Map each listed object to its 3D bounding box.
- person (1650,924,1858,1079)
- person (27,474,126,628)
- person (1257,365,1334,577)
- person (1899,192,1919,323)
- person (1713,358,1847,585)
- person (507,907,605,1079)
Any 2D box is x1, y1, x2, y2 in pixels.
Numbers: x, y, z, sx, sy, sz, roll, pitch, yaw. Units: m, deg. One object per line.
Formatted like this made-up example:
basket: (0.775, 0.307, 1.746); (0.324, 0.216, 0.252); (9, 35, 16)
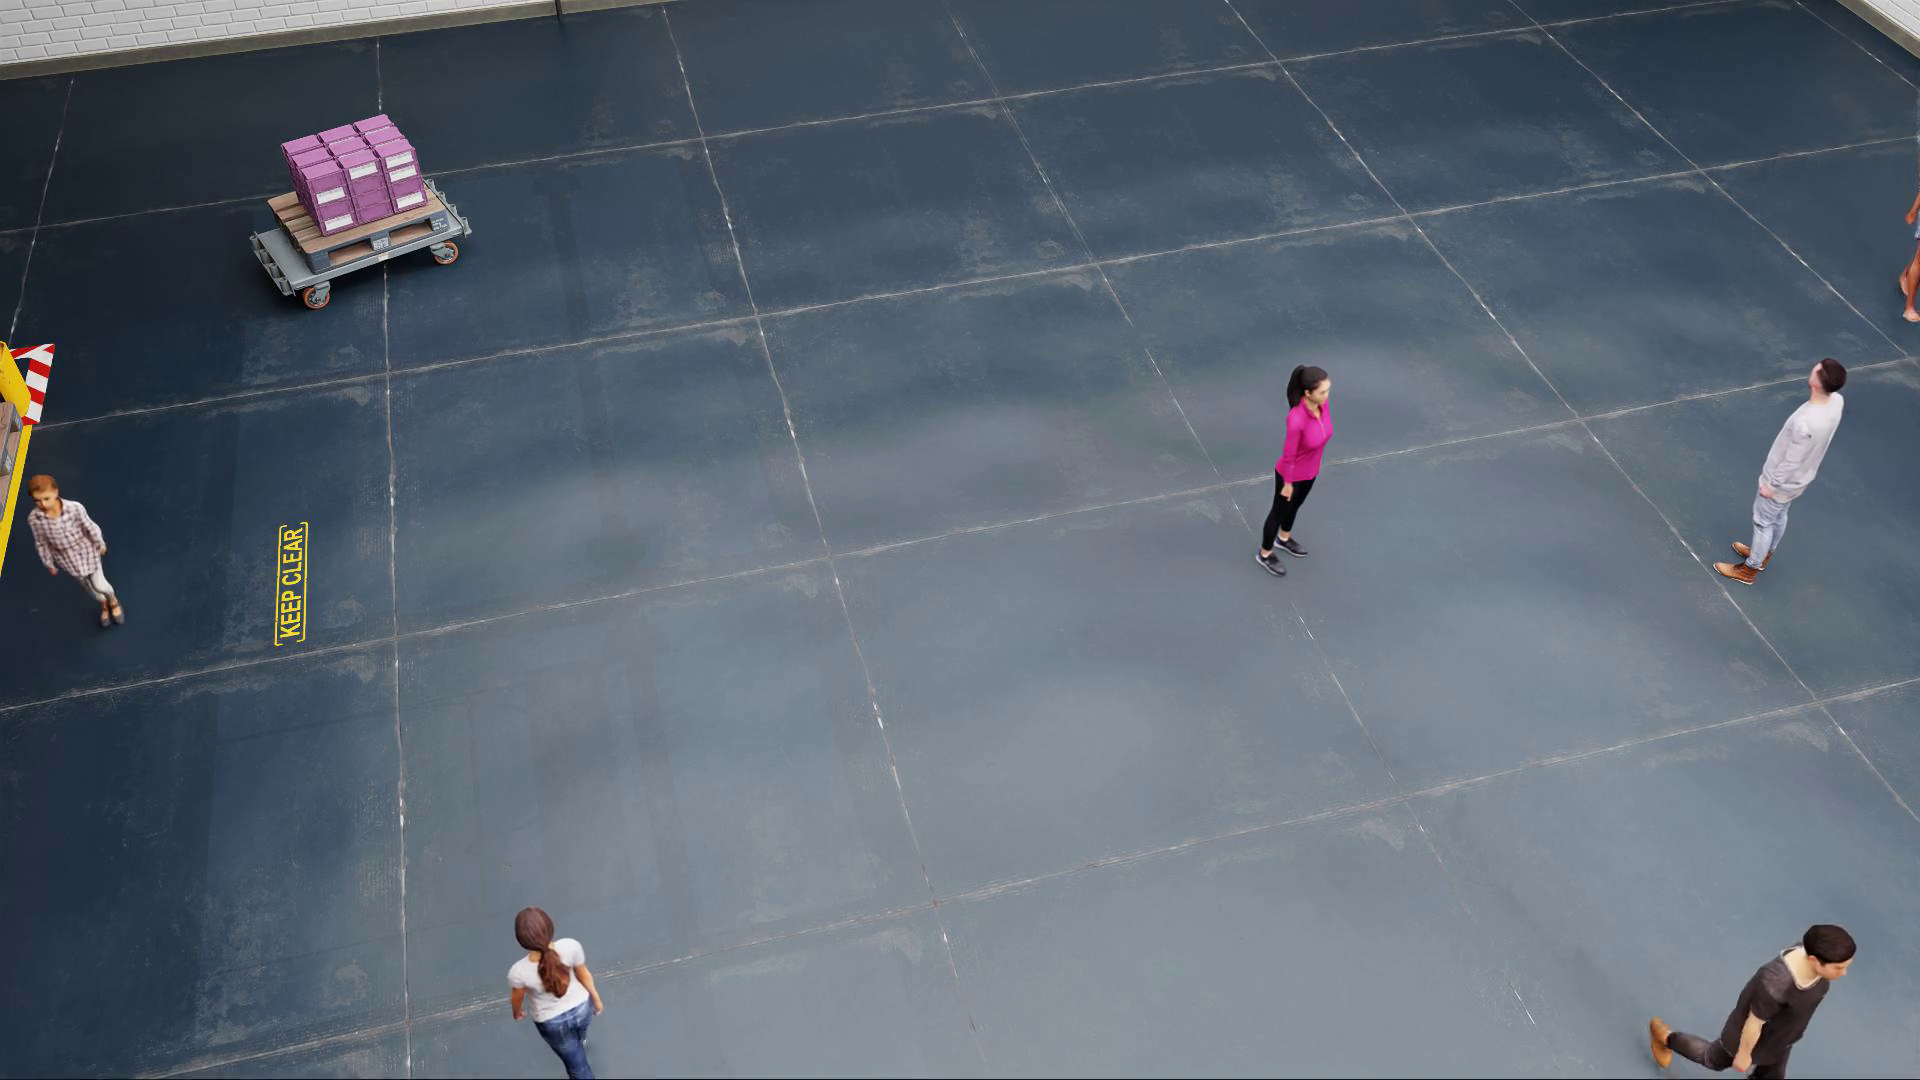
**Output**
person: (3.922, 2.346, 8.269); (0.780, 1.689, 1.126); (-20, 47, -19)
person: (-5.845, 0.024, 10.988); (0.525, 1.299, 0.495); (-11, 45, -11)
person: (2.271, -0.489, 11.239); (0.714, 1.697, 0.676); (30, 51, 28)
person: (8.011, -2.699, 13.560); (0.882, 1.695, 1.144); (4, 44, 4)
person: (5.532, -0.455, 11.101); (0.760, 1.838, 0.737); (-32, 52, -29)
person: (-1.959, 2.403, 8.320); (0.744, 1.536, 0.998); (-23, 48, -23)
